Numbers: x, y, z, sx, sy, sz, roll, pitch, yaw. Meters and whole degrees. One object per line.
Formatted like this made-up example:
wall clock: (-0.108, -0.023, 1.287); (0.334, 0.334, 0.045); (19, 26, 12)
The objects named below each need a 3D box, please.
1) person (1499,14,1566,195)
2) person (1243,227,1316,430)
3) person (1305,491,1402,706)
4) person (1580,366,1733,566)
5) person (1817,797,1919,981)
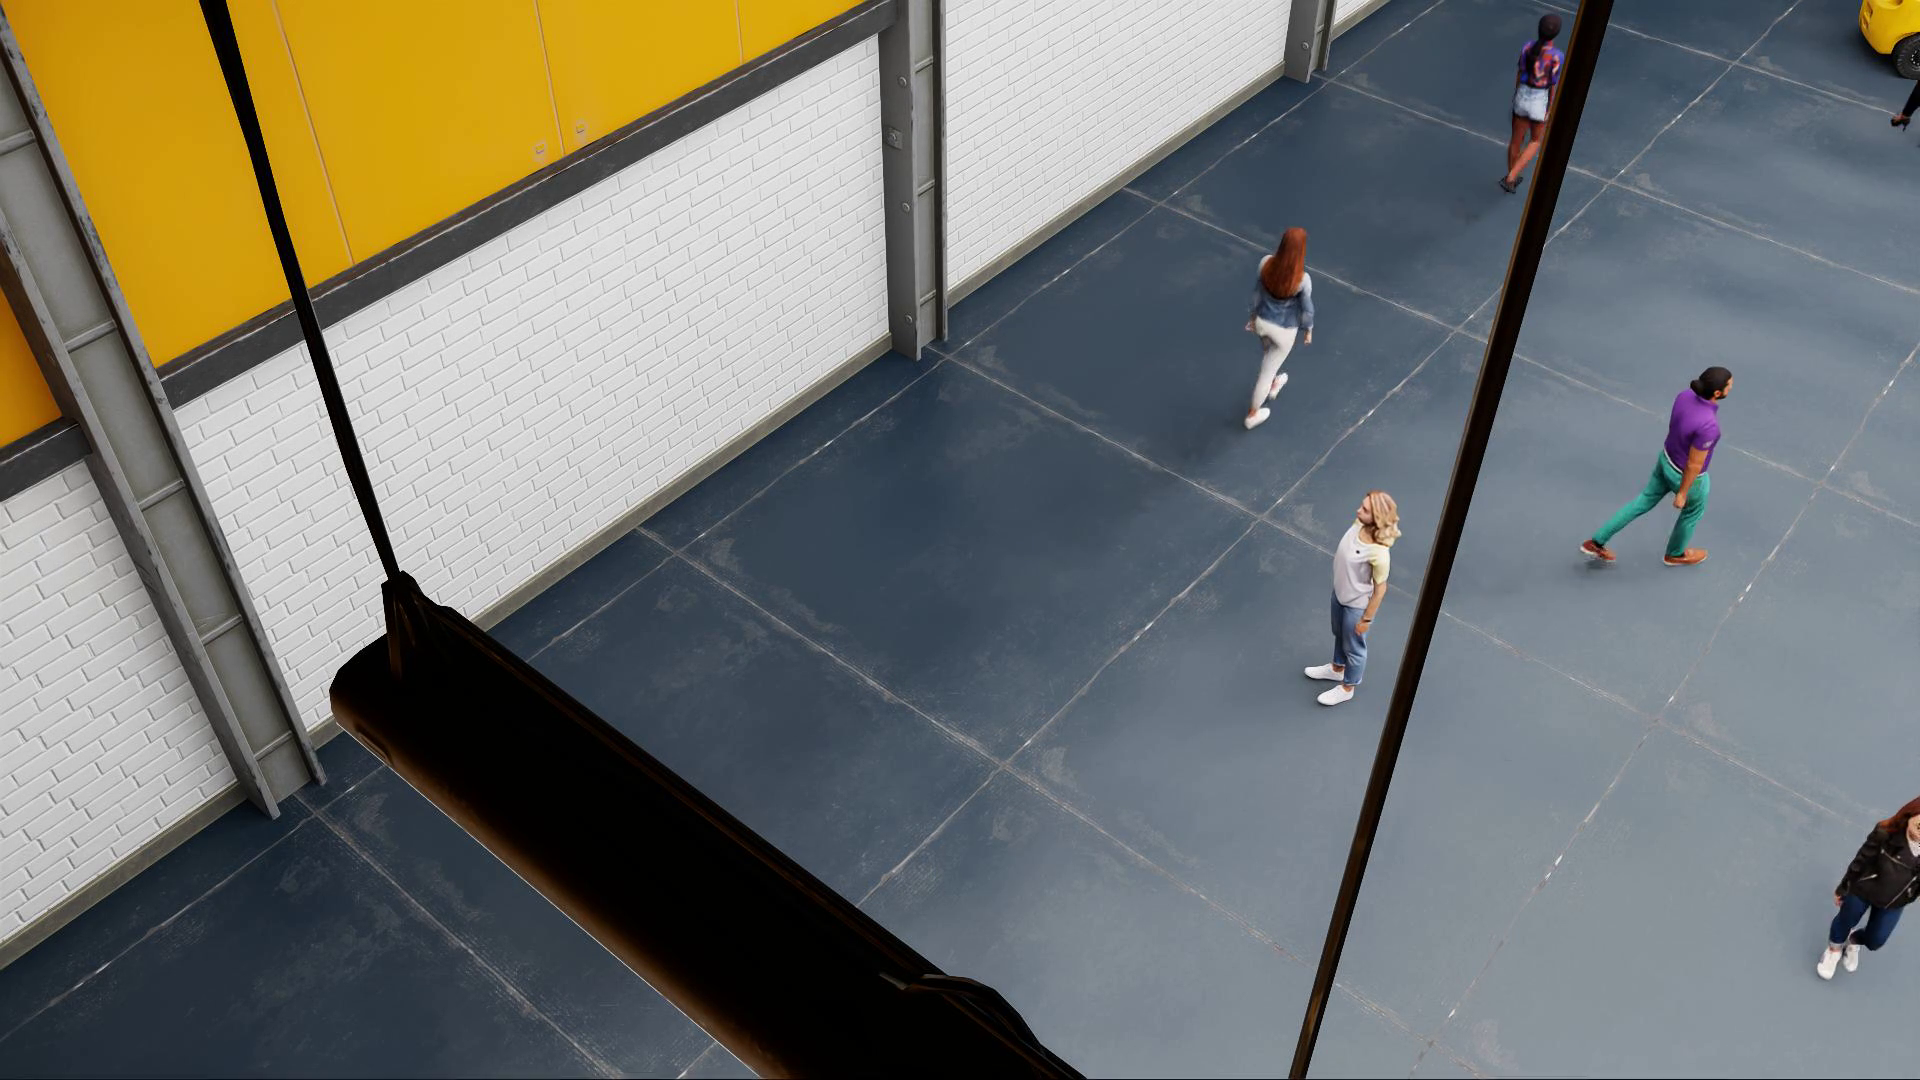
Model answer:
person: (5.000, -3.810, 14.718); (0.781, 1.734, 0.615); (-35, 53, -31)
person: (2.292, -1.526, 12.358); (0.675, 1.681, 0.904); (34, 53, 31)
person: (2.475, 0.354, 10.355); (0.748, 1.723, 0.709); (-8, 44, -8)
person: (4.743, -0.449, 11.191); (1.203, 1.731, 1.112); (-6, 44, -6)
person: (4.962, 1.834, 8.983); (0.632, 1.473, 0.636); (16, 46, 16)
